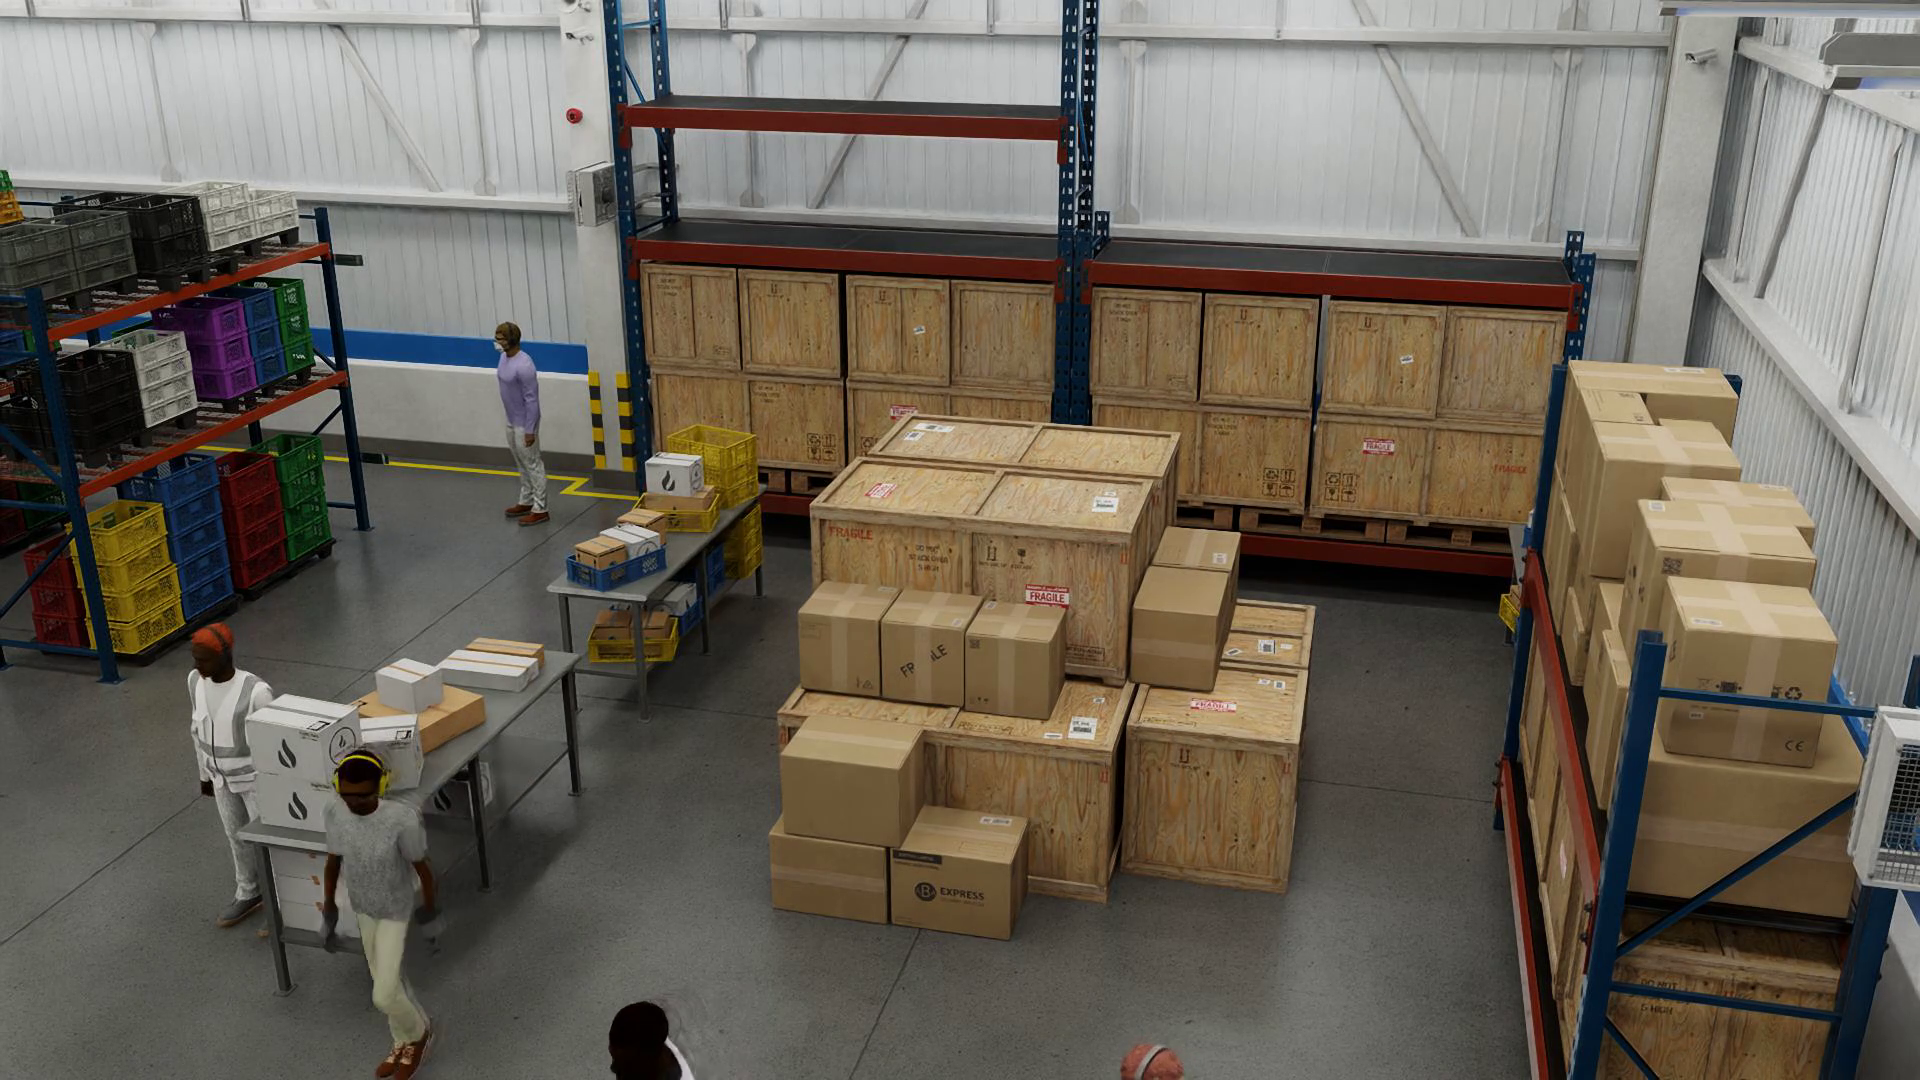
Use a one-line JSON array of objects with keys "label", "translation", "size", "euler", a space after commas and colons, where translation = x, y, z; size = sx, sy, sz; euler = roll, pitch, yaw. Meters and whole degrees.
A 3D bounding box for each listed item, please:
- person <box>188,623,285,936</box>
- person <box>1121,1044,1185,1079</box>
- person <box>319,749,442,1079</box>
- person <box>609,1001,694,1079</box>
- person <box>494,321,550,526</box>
[{"label": "person", "translation": [-4.018, 1.327, 9.291], "size": [0.585, 1.882, 0.337], "euler": [8, 22, 21]}, {"label": "person", "translation": [0.646, 2.596, 5.961], "size": [0.394, 1.900, 0.657], "euler": [14, 25, 32]}, {"label": "person", "translation": [-2.822, 1.820, 8.057], "size": [0.541, 1.844, 0.460], "euler": [8, 22, 20]}, {"label": "person", "translation": [-1.149, 2.509, 6.231], "size": [1.019, 1.858, 0.614], "euler": [-10, 23, -25]}, {"label": "person", "translation": [-4.105, -1.094, 15.552], "size": [0.372, 1.939, 0.629], "euler": [-13, 25, -31]}]
